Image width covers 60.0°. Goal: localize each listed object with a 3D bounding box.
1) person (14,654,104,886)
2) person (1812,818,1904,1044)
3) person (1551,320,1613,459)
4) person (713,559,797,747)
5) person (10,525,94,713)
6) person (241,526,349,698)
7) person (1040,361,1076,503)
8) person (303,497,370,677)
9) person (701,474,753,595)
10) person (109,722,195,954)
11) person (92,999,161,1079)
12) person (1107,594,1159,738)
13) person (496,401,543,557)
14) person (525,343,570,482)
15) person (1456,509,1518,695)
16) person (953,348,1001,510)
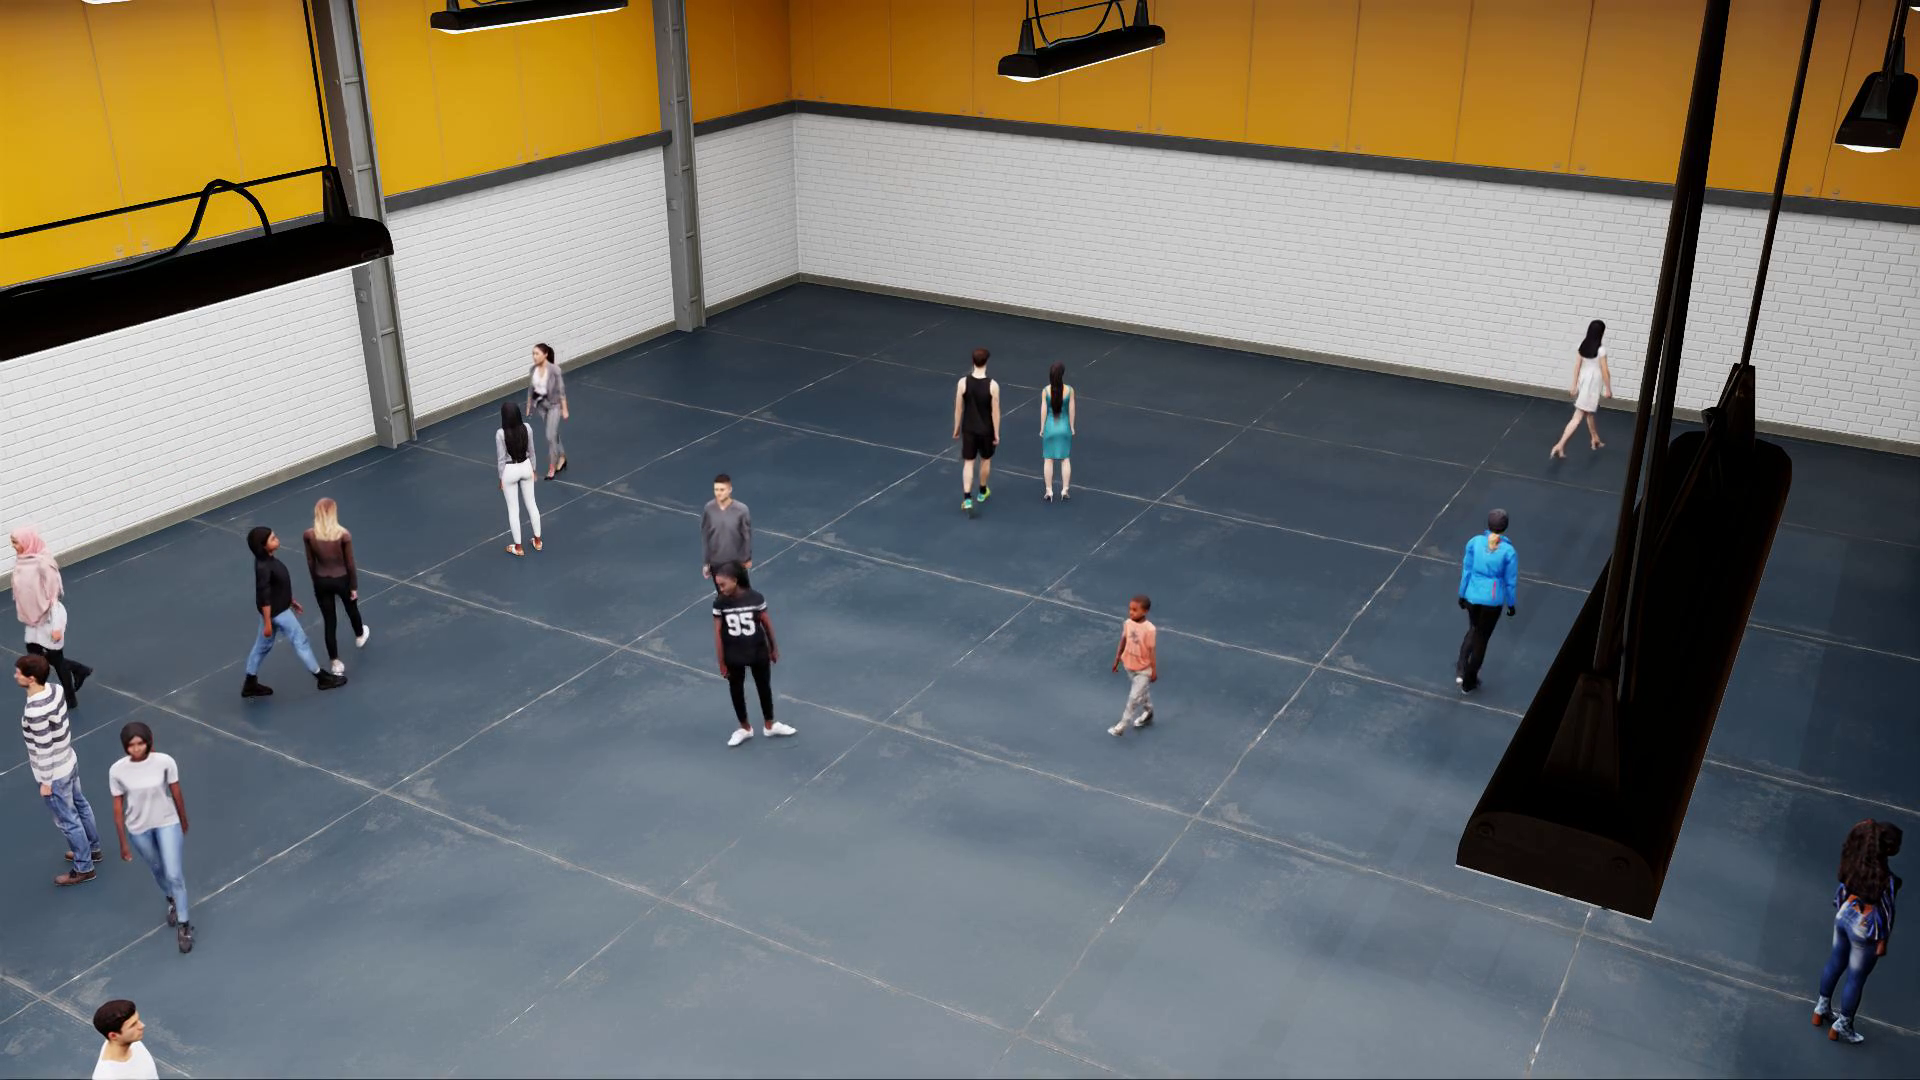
[{"bbox_3d":[-6.697,1.674,12.339,0.775,1.854,0.698,-5,24,-10],"label":"person"},{"bbox_3d":[5.804,2.508,10.731,0.753,1.614,0.673,-3,24,-7],"label":"person"},{"bbox_3d":[7.676,-1.796,20.437,1.217,1.725,1.073,-10,26,-22],"label":"person"},{"bbox_3d":[-1.759,0.950,14.147,0.837,1.731,0.834,-7,25,-16],"label":"person"},{"bbox_3d":[-7.990,0.673,14.703,0.650,1.793,0.743,11,26,23],"label":"person"},{"bbox_3d":[-6.207,0.691,14.842,1.173,1.649,0.983,-11,26,-23],"label":"person"},{"bbox_3d":[1.120,-1.260,19.258,0.624,1.686,0.641,-1,24,-3],"label":"person"},{"bbox_3d":[-5.803,0.468,15.347,1.026,1.654,1.170,-2,24,-6],"label":"person"},{"bbox_3d":[-2.198,0.177,15.893,0.712,1.749,0.723,4,24,8],"label":"person"},{"bbox_3d":[-5.697,2.009,11.773,0.973,1.692,1.017,-7,25,-15],"label":"person"},{"bbox_3d":[-4.423,3.203,8.927,0.774,1.784,0.709,-5,24,-12],"label":"person"},{"bbox_3d":[1.595,1.065,14.444,0.926,1.283,0.692,-19,30,-37],"label":"person"},{"bbox_3d":[-4.761,-0.686,17.897,0.573,1.725,0.722,-19,30,-36],"label":"person"},{"bbox_3d":[-4.886,-1.586,20.042,0.658,1.657,0.768,12,26,25],"label":"person"},{"bbox_3d":[4.658,0.592,14.905,0.705,1.780,0.732,22,32,40],"label":"person"},{"bbox_3d":[0.177,-1.234,18.972,0.912,1.868,1.089,3,24,7],"label":"person"}]
